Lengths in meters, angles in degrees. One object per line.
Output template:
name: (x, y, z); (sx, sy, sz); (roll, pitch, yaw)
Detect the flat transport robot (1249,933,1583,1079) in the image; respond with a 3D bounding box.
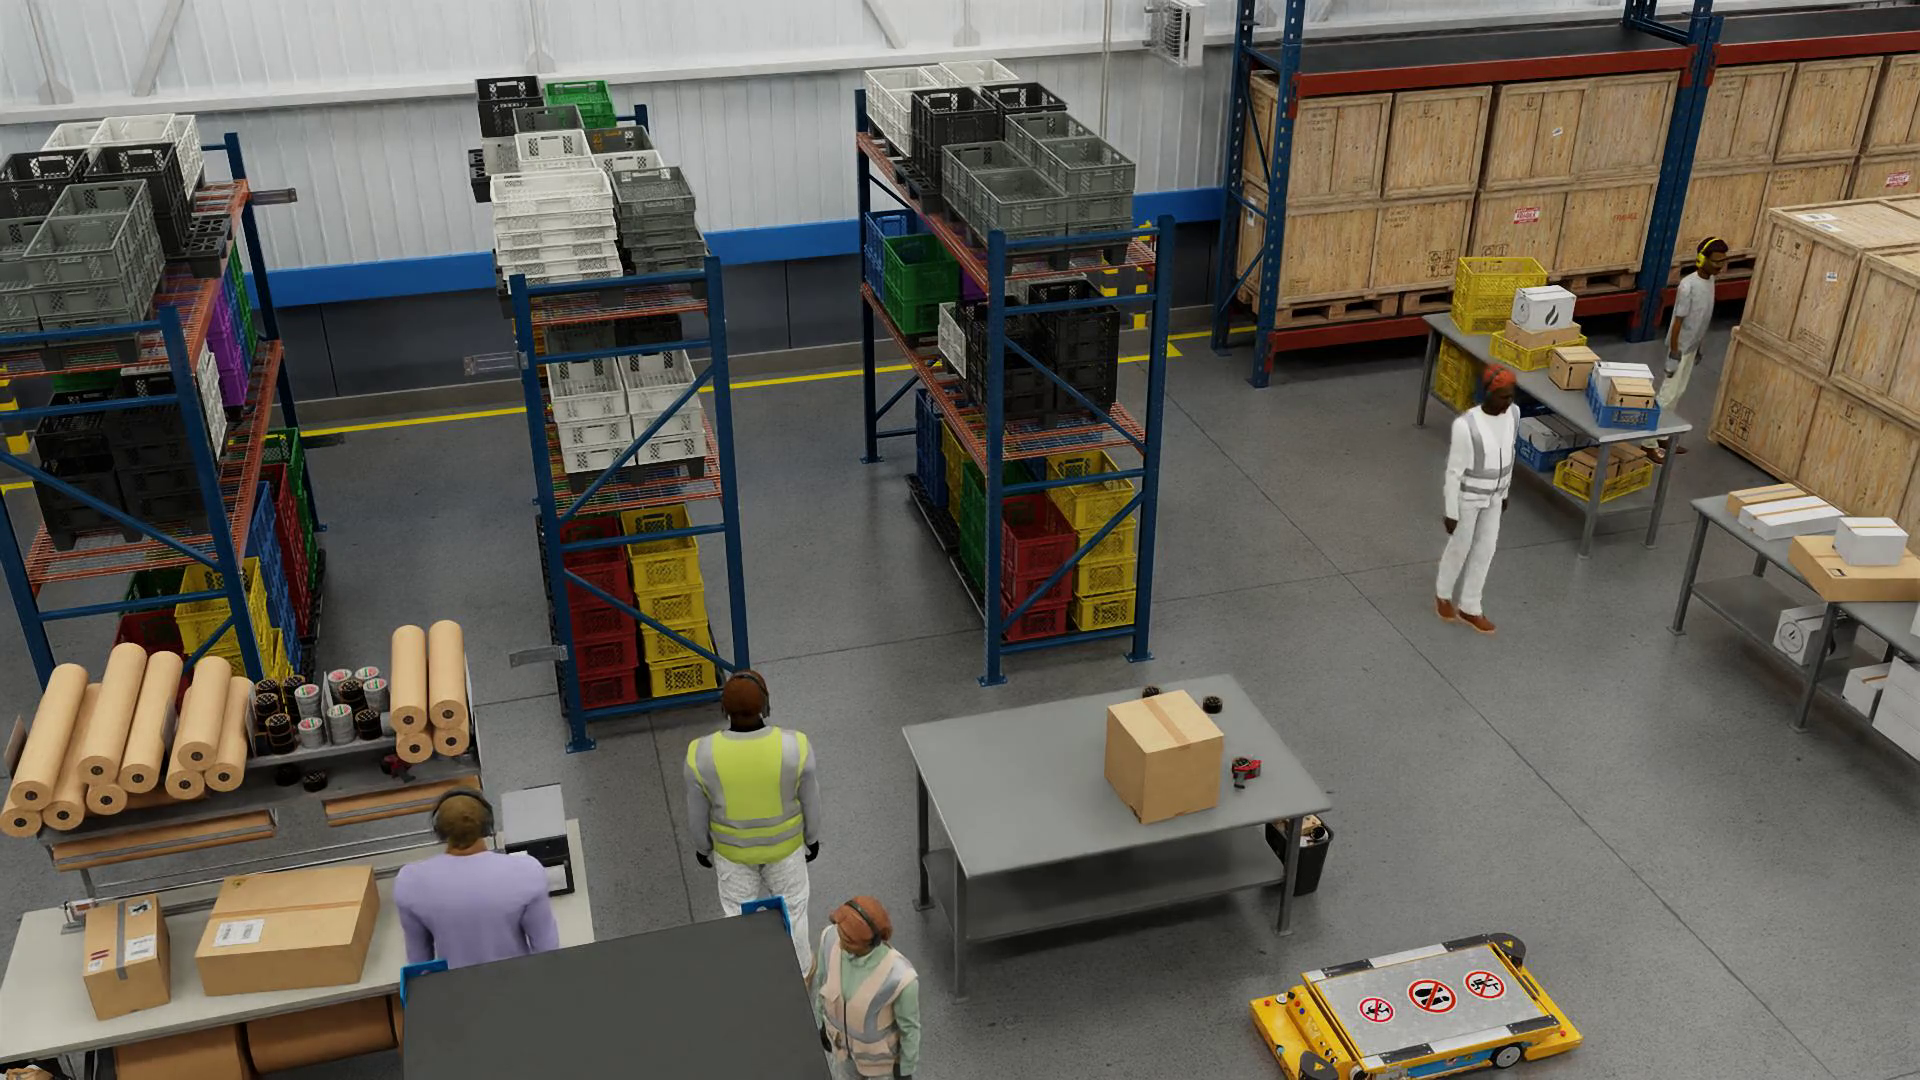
flat transport robot: (2.184, 2.282, 7.980); (1.431, 0.197, 0.652); (-8, 30, -14)

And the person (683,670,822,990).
person: (-0.965, 1.423, 7.931); (0.621, 1.838, 0.429); (-3, 29, -6)

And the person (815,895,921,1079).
person: (-0.382, 2.108, 6.884); (0.514, 1.640, 0.310); (19, 34, 31)

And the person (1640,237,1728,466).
person: (5.785, -1.514, 13.246); (0.526, 1.863, 0.315); (-25, 38, -38)

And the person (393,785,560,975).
person: (-1.993, 1.864, 7.037); (0.630, 1.930, 0.375); (-2, 29, -3)

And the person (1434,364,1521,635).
person: (3.425, -0.269, 10.968); (0.600, 1.878, 0.526); (-15, 32, -25)
